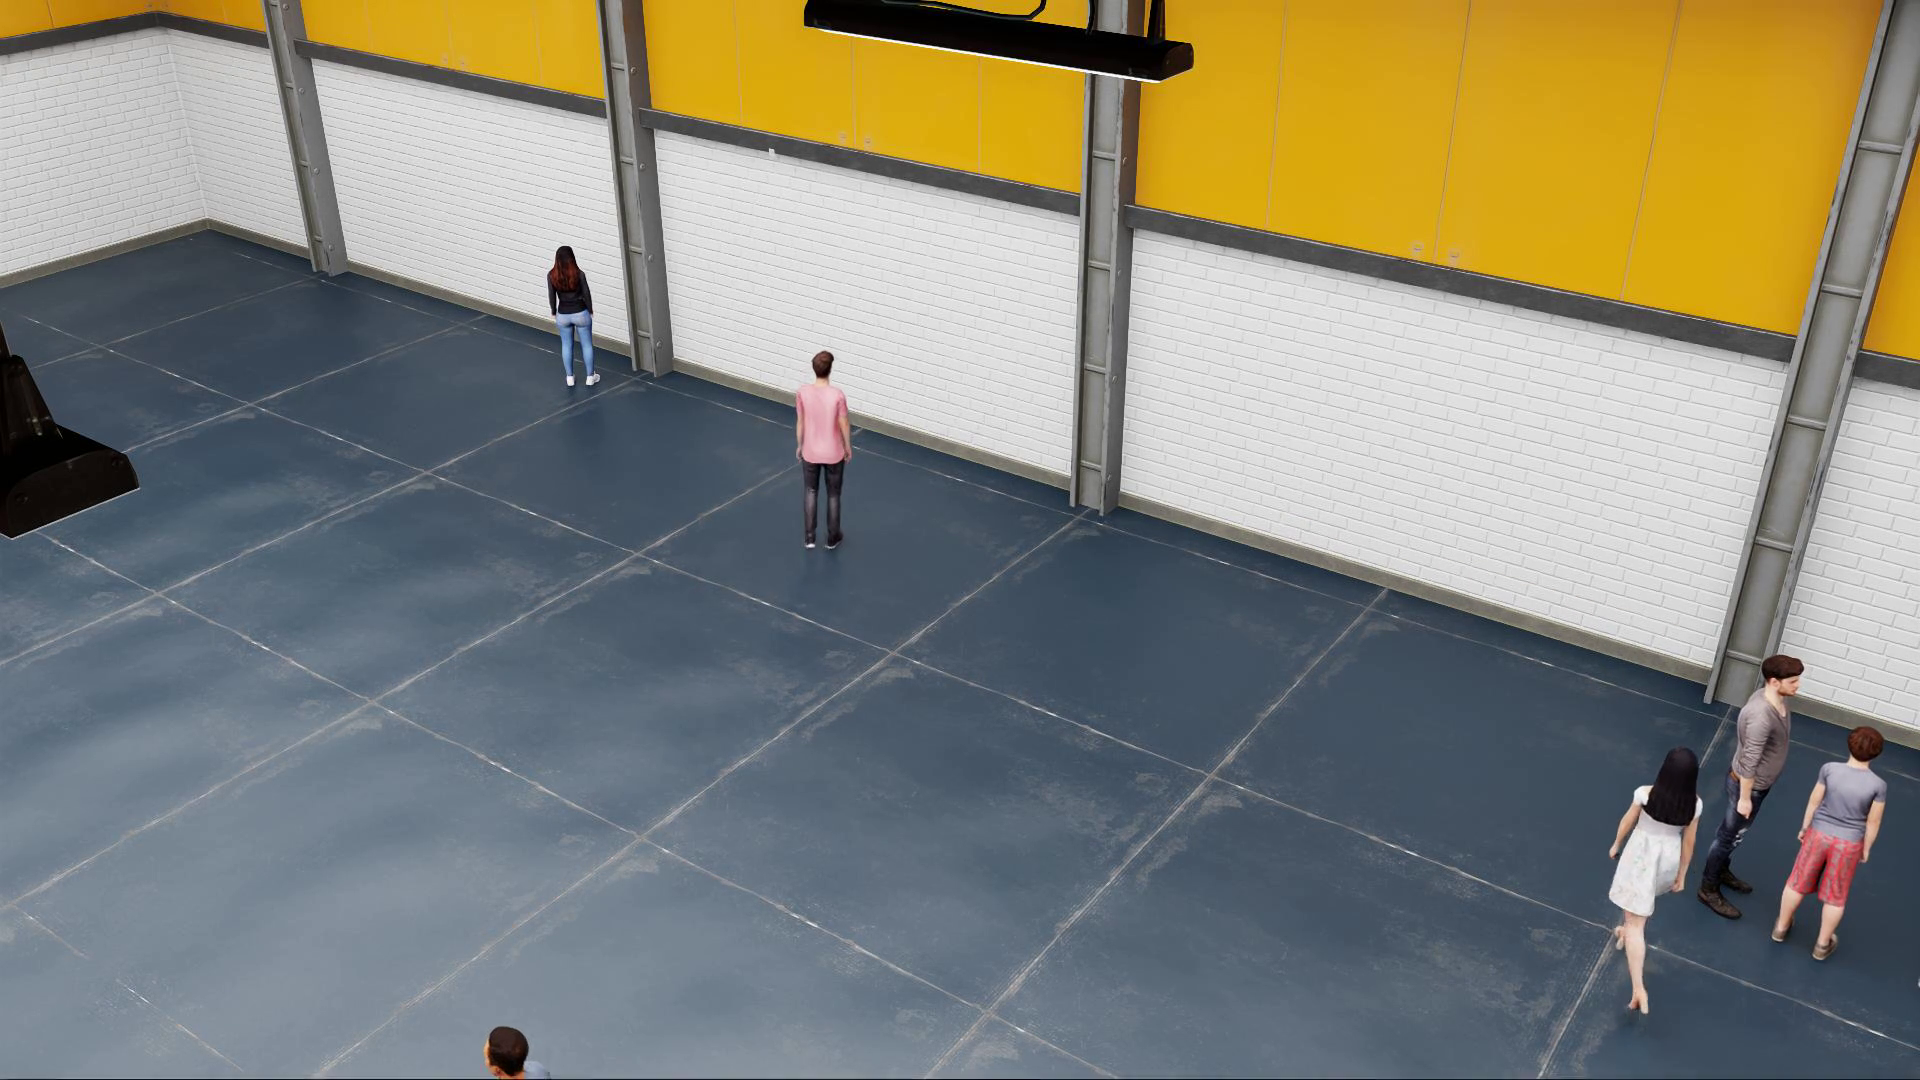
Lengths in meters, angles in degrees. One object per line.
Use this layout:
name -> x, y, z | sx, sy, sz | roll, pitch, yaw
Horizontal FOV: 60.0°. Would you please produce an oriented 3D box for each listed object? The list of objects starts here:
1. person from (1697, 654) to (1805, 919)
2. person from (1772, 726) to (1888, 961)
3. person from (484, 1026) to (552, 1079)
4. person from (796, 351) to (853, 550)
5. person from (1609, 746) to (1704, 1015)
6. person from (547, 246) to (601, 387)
person -> 5.184, 1.573, 10.924 | 0.559, 1.905, 0.682 | 19, 34, 31
person -> 5.554, 1.916, 10.567 | 0.499, 1.644, 0.642 | 22, 35, 34
person -> -2.056, 3.139, 8.169 | 1.021, 1.793, 0.868 | 6, 29, 11
person -> -1.263, -0.777, 15.180 | 0.771, 1.955, 0.857 | 4, 29, 7
person -> 4.223, 2.079, 10.179 | 1.177, 1.730, 1.002 | 4, 29, 7
person -> -4.356, -2.530, 18.730 | 0.685, 1.634, 0.780 | 0, 29, 0
